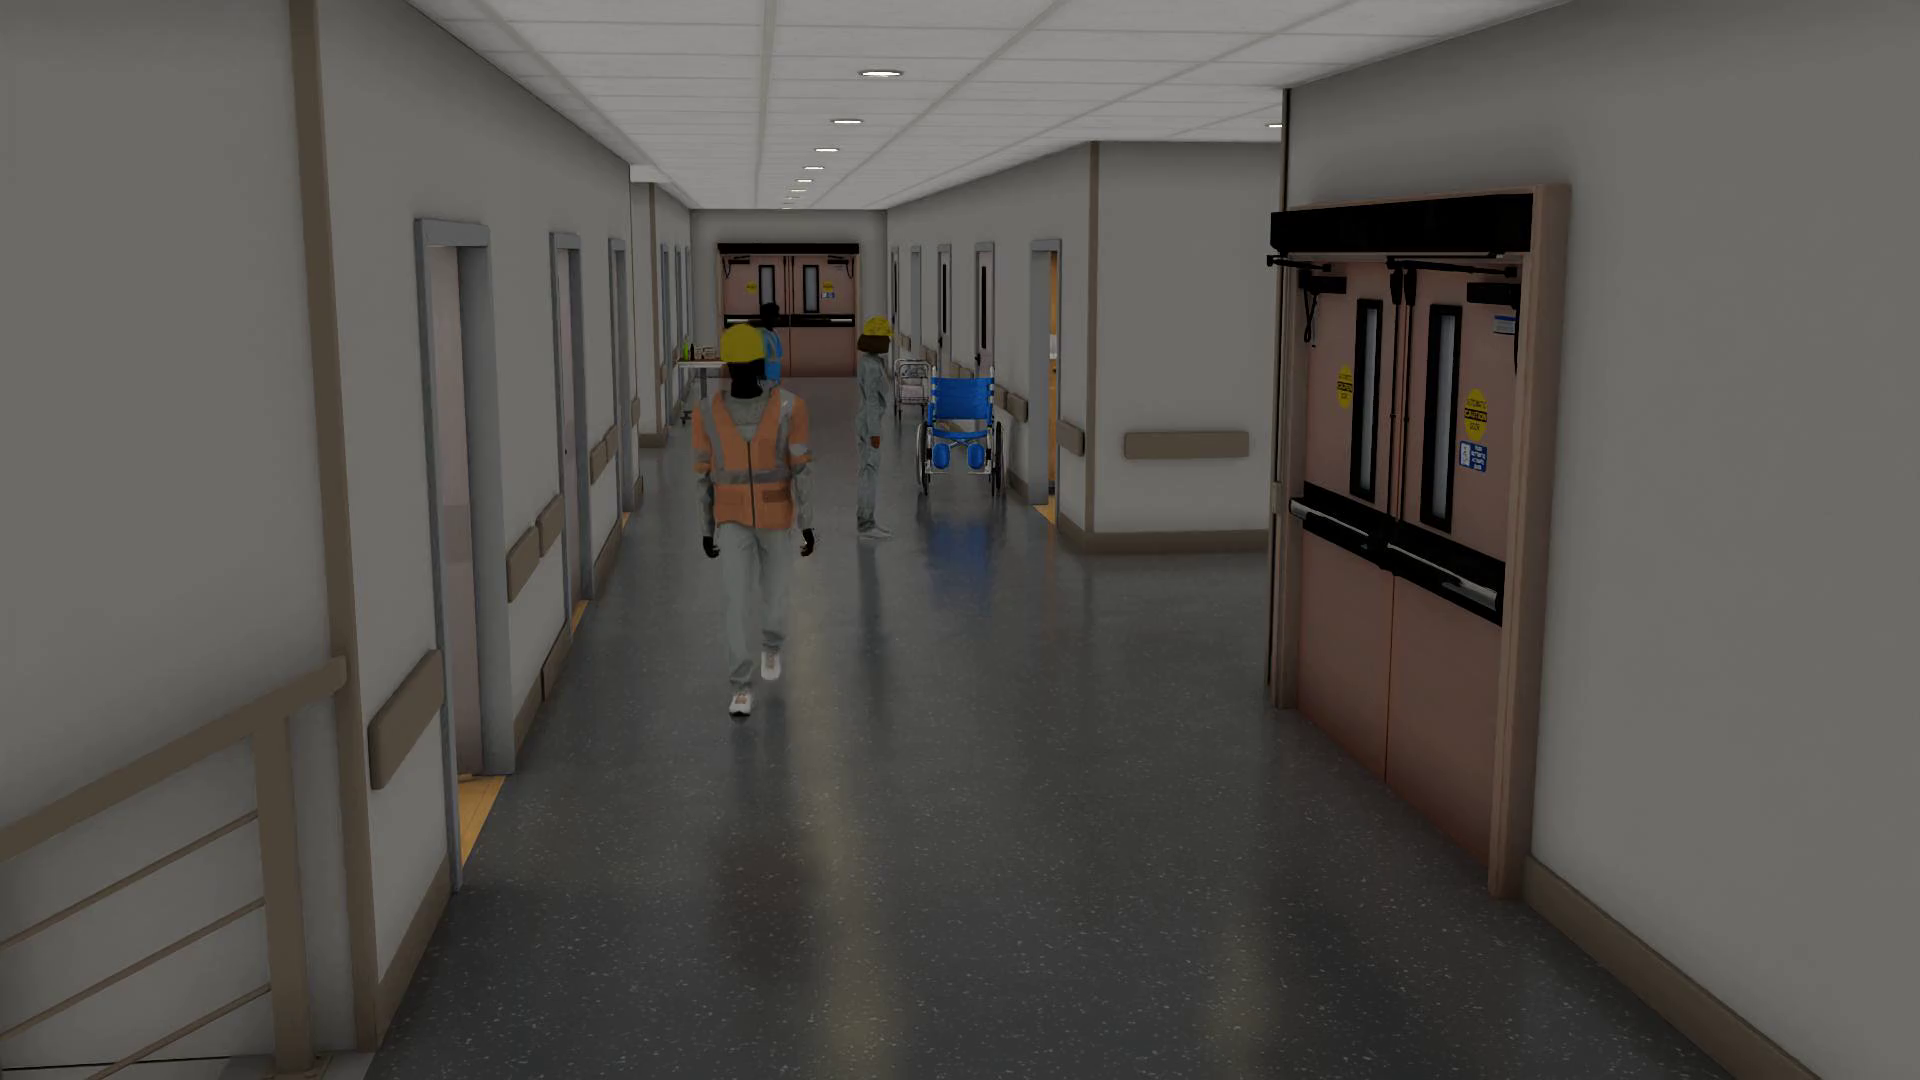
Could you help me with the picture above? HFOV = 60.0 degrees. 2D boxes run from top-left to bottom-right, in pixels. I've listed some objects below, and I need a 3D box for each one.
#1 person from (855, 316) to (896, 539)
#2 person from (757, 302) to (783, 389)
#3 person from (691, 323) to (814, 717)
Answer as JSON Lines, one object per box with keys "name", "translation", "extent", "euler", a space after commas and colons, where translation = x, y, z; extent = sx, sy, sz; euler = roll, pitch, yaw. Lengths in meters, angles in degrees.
{"name": "person", "translation": [-0.660, -0.874, 13.017], "extent": [0.324, 1.737, 0.488], "euler": [-1, 10, -5]}
{"name": "person", "translation": [-2.154, -1.817, 18.647], "extent": [0.321, 1.687, 0.540], "euler": [2, 10, 11]}
{"name": "person", "translation": [-1.033, -0.144, 8.324], "extent": [0.592, 1.888, 0.952], "euler": [-1, 10, -6]}
